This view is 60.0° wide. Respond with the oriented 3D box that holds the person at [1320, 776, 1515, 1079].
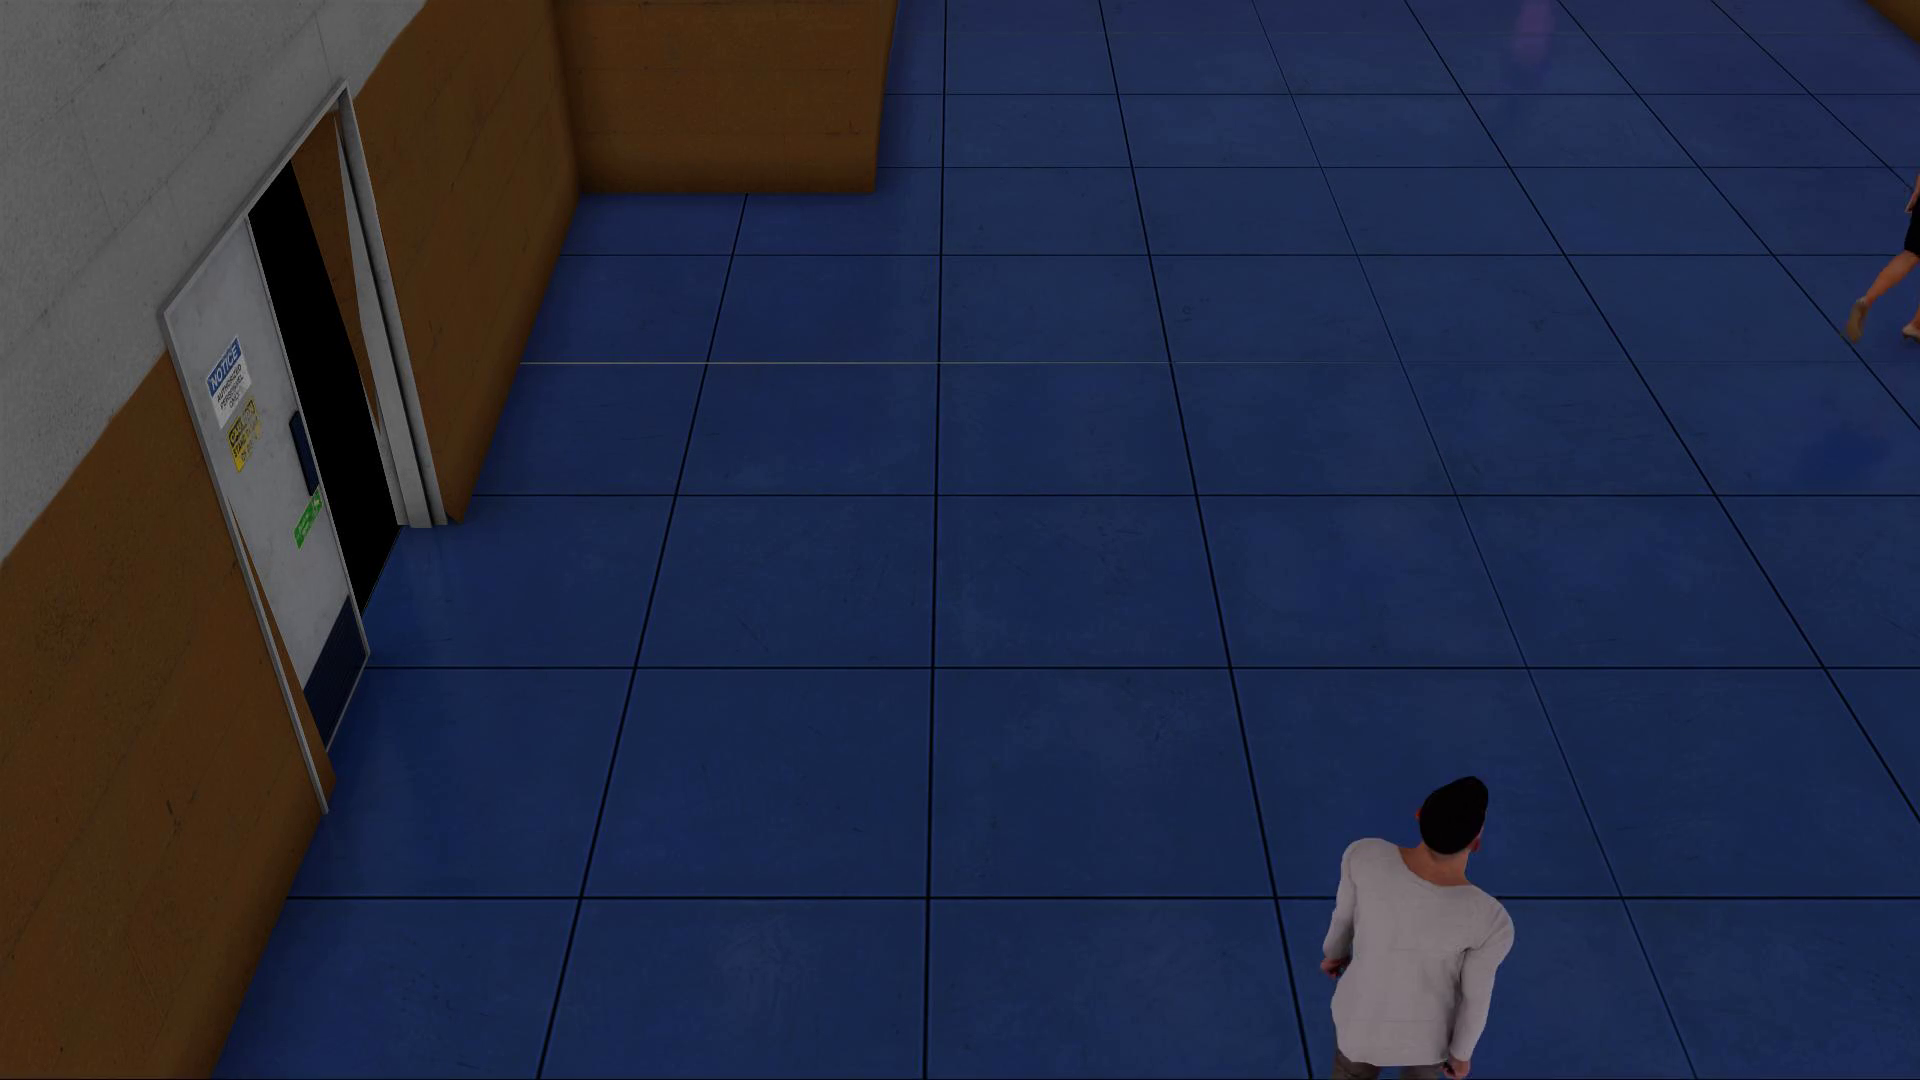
[{"bbox_3d":[1.236,1.413,4.840,1.066,1.787,1.069,24,43,28],"label":"person"}]
